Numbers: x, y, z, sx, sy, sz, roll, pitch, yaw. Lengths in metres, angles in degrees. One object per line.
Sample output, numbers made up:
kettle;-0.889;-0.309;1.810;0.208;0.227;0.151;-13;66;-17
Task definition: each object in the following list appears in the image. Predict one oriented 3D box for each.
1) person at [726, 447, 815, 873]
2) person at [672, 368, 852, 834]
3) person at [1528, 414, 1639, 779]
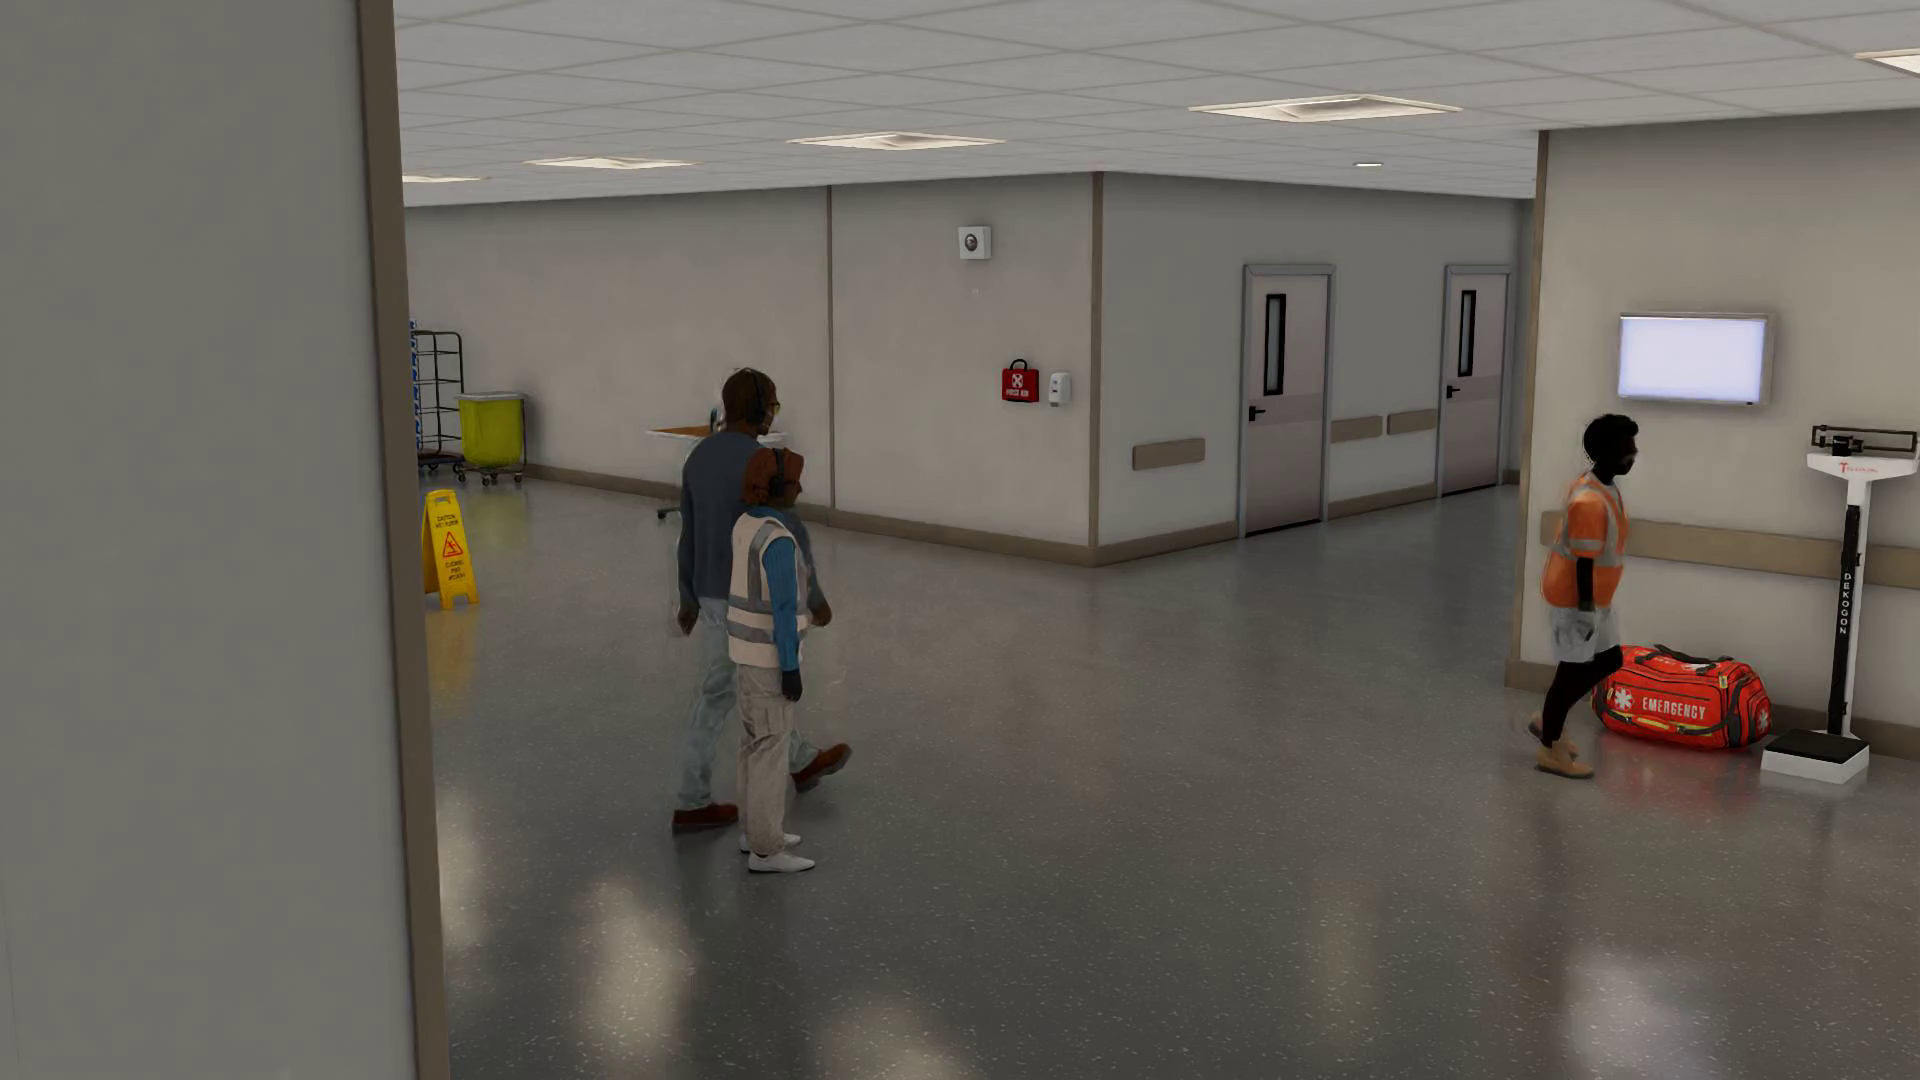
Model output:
person;-0.729;0.458;6.359;0.319;1.631;0.518;-4;10;-22
person;-0.824;0.236;6.923;0.985;1.885;0.621;-7;11;-35
person;2.794;0.259;7.445;0.405;1.668;0.558;6;11;32
